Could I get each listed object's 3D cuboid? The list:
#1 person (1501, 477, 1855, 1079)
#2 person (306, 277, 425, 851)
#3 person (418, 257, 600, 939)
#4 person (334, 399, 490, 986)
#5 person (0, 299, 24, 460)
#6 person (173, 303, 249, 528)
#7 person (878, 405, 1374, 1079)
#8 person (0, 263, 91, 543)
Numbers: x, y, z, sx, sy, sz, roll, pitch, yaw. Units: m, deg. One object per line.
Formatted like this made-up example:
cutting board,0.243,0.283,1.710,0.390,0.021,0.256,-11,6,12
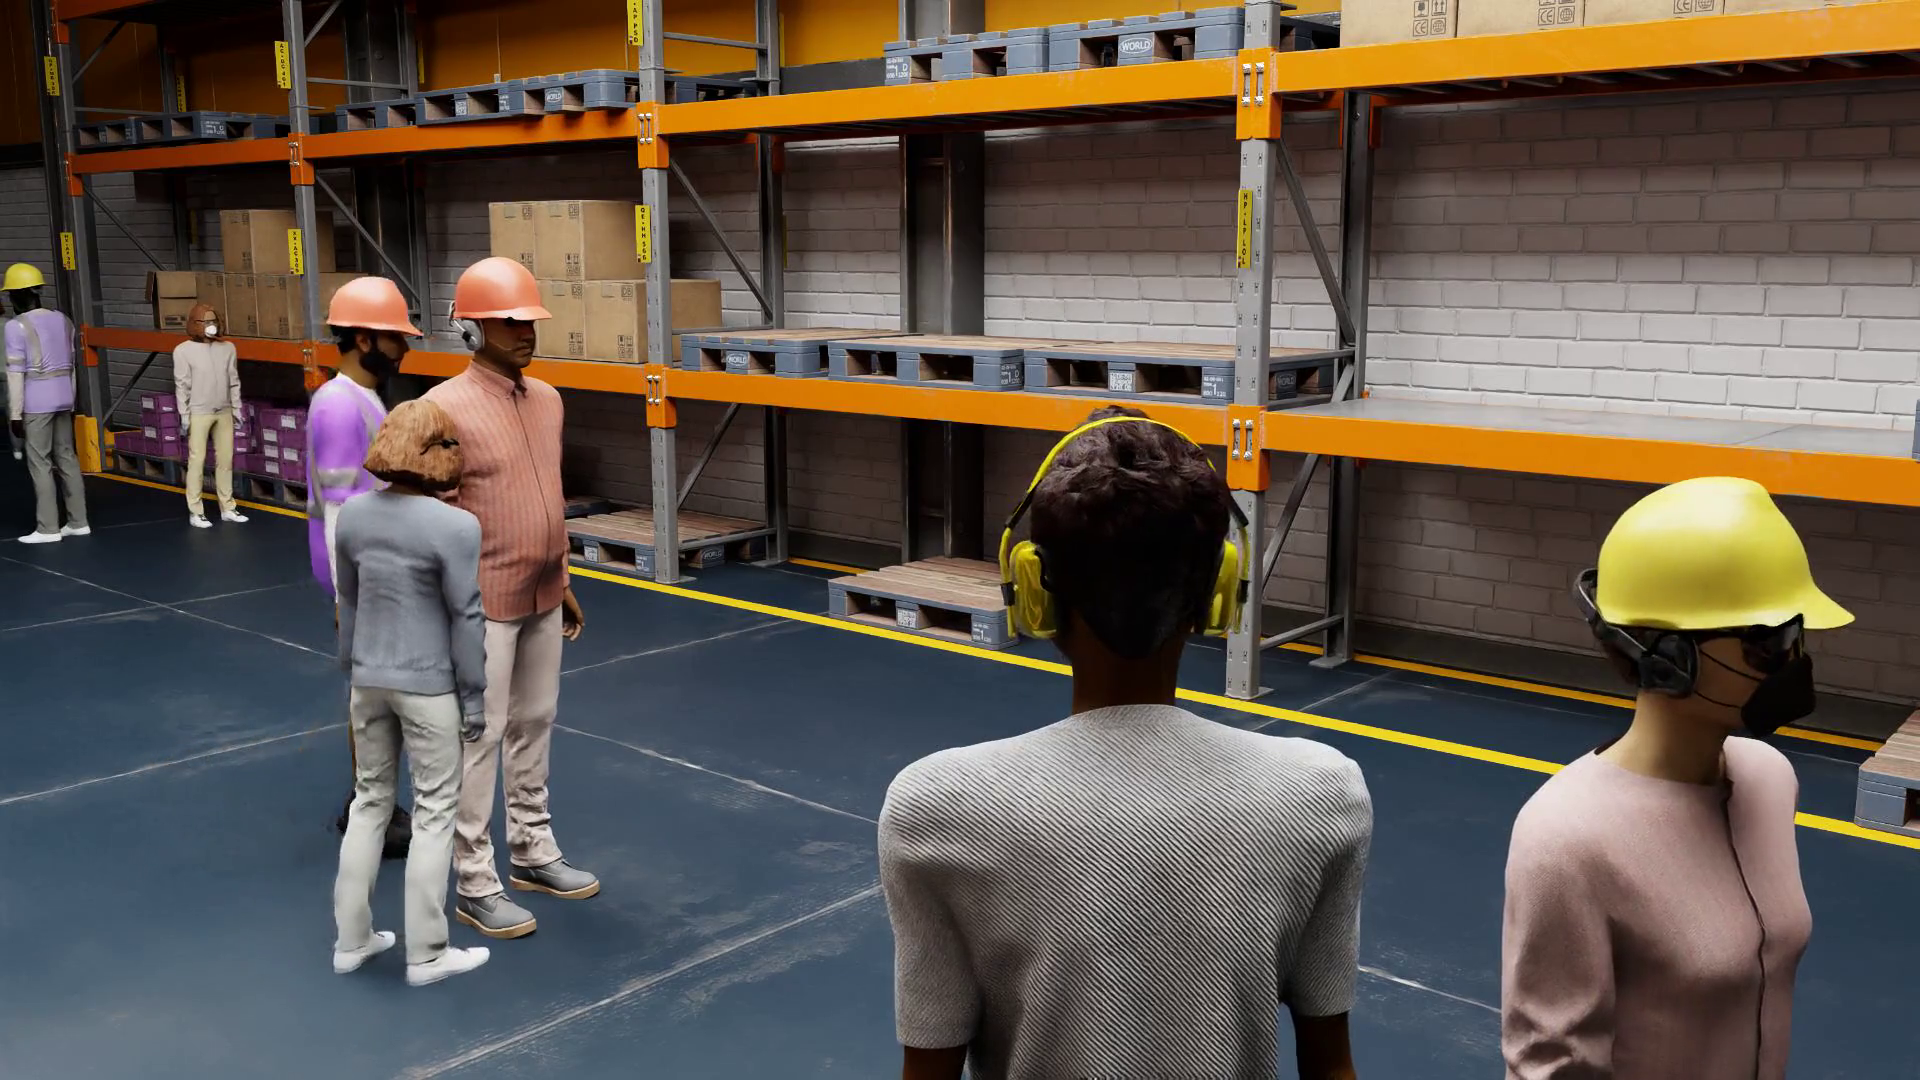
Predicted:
person,0.825,0.803,1.985,0.529,1.772,0.304,-8,13,-38
person,-1.921,0.097,5.541,0.437,1.924,0.582,-2,10,-12
person,-1.349,0.164,4.974,0.382,1.993,0.622,4,11,23
person,-1.532,0.421,4.620,0.510,1.612,0.364,4,11,23
person,-9.172,-1.562,15.831,0.507,1.632,0.280,-8,13,-38
person,-5.462,-0.906,12.128,0.284,1.626,0.496,6,12,31
person,0.162,0.795,1.752,0.532,1.867,0.319,-2,10,-9
person,-6.323,-0.933,11.449,0.393,1.918,0.589,2,10,13
